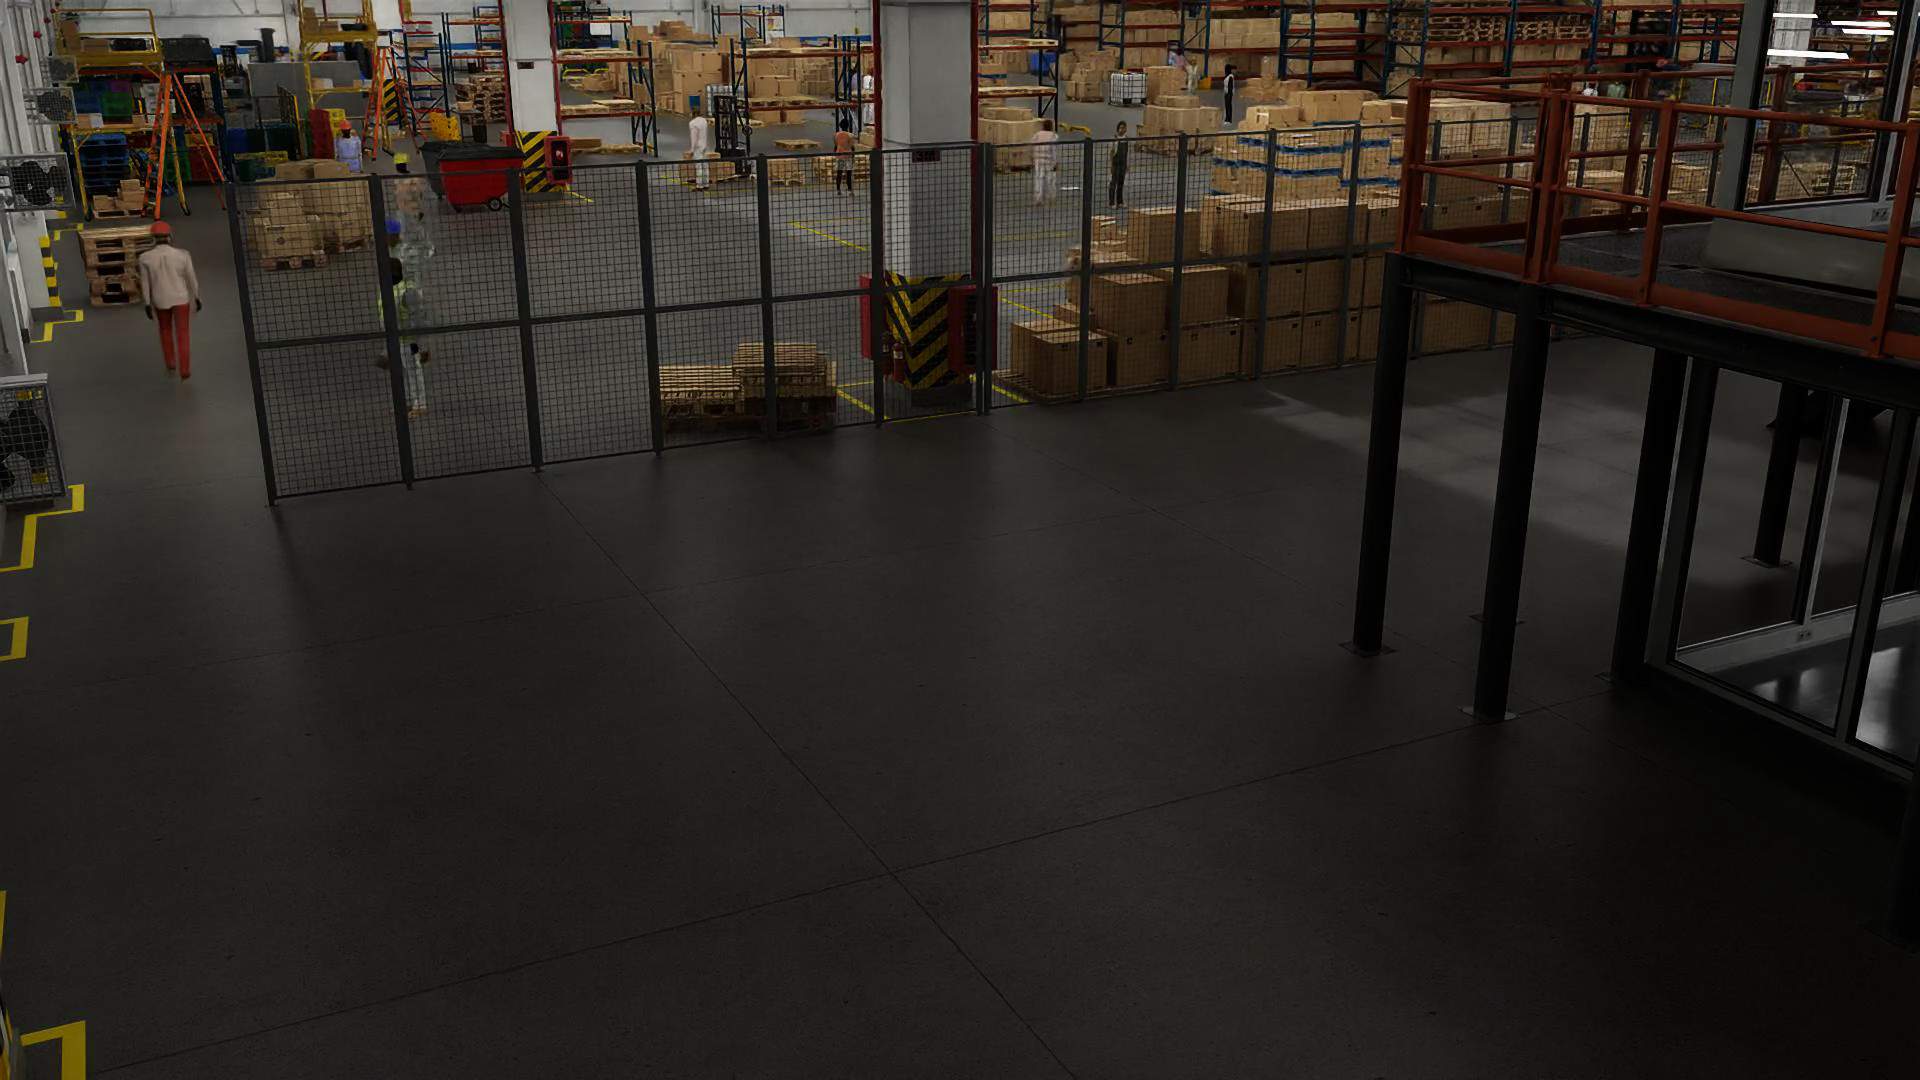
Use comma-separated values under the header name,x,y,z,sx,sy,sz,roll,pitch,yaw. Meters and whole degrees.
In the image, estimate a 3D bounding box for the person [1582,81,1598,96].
name,x,y,z,sx,sy,sz,roll,pitch,yaw
person,18.058,-12.295,47.728,0.345,1.940,0.551,-10,21,-27

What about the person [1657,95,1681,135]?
name,x,y,z,sx,sy,sz,roll,pitch,yaw
person,18.577,-10.759,43.571,0.547,1.733,0.800,5,20,13

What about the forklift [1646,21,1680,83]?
name,x,y,z,sx,sy,sz,roll,pitch,yaw
forklift,28.559,-19.844,68.194,1.873,2.768,1.129,-9,21,-25

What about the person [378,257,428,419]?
name,x,y,z,sx,sy,sz,roll,pitch,yaw
person,-6.352,-2.294,18.893,0.634,1.839,0.429,16,25,39

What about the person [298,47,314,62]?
name,x,y,z,sx,sy,sz,roll,pitch,yaw
person,-27.111,-19.645,69.053,0.539,1.929,0.645,16,24,38

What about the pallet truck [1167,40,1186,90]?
name,x,y,z,sx,sy,sz,roll,pitch,yaw
pallet truck,9.045,-19.971,69.895,0.823,1.965,1.885,-3,19,-8

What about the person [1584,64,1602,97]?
name,x,y,z,sx,sy,sz,roll,pitch,yaw
person,19.819,-13.874,52.155,0.536,2.000,0.684,2,19,7

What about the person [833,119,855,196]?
name,x,y,z,sx,sy,sz,roll,pitch,yaw
person,-2.599,-8.616,37.449,0.533,1.690,0.321,7,20,20

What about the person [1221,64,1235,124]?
name,x,y,z,sx,sy,sz,roll,pitch,yaw
person,8.773,-14.557,54.328,0.392,1.914,0.589,-1,19,-3

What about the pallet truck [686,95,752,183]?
name,x,y,z,sx,sy,sz,roll,pitch,yaw
pallet truck,-5.836,-9.608,39.856,0.823,1.965,1.885,10,22,27

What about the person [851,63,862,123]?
name,x,y,z,sx,sy,sz,roll,pitch,yaw
person,-3.440,-14.698,54.747,0.419,1.913,0.654,1,19,3

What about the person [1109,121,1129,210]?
name,x,y,z,sx,sy,sz,roll,pitch,yaw
person,3.380,-7.937,35.248,0.505,1.842,0.346,-15,24,-37

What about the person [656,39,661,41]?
name,x,y,z,sx,sy,sz,roll,pitch,yaw
person,-13.379,-21.409,74.252,0.551,1.869,1.029,16,24,38

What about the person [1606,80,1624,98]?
name,x,y,z,sx,sy,sz,roll,pitch,yaw
person,21.151,-14.193,53.750,0.518,1.596,0.759,7,20,19

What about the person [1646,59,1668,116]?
name,x,y,z,sx,sy,sz,roll,pitch,yaw
person,23.939,-15.433,56.829,0.967,1.933,0.632,8,21,23

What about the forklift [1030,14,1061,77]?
name,x,y,z,sx,sy,sz,roll,pitch,yaw
forklift,4.310,-23.056,77.505,1.873,2.768,1.129,-9,21,-25

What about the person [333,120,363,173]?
name,x,y,z,sx,sy,sz,roll,pitch,yaw
person,-12.633,-7.706,34.433,0.545,1.939,0.354,-9,21,-23

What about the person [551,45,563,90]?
name,x,y,z,sx,sy,sz,roll,pitch,yaw
person,-16.891,-19.752,69.427,0.652,1.883,1.014,-7,20,-20

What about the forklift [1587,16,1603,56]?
name,x,y,z,sx,sy,sz,roll,pitch,yaw
forklift,28.759,-22.552,76.044,1.129,2.768,1.873,-10,21,-26

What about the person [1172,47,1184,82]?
name,x,y,z,sx,sy,sz,roll,pitch,yaw
person,8.831,-19.138,67.751,0.656,1.823,0.550,-16,25,-38

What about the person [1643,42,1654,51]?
name,x,y,z,sx,sy,sz,roll,pitch,yaw
person,30.696,-21.453,74.400,0.655,1.871,0.954,-7,20,-18

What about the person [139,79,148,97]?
name,x,y,z,sx,sy,sz,roll,pitch,yaw
person,-25.150,-13.425,51.474,0.517,1.634,0.313,9,21,24

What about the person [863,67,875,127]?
name,x,y,z,sx,sy,sz,roll,pitch,yaw
person,-2.903,-14.264,53.543,0.574,1.877,0.354,18,26,41

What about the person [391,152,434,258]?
name,x,y,z,sx,sy,sz,roll,pitch,yaw
person,-9.600,-5.824,29.047,0.594,1.895,0.919,6,20,18

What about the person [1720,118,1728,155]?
name,x,y,z,sx,sy,sz,roll,pitch,yaw
person,16.183,-7.959,35.160,0.351,1.942,0.545,10,21,26

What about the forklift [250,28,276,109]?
name,x,y,z,sx,sy,sz,roll,pitch,yaw
forklift,-24.737,-16.946,59.793,1.873,2.768,1.129,-9,21,-25

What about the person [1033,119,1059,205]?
name,x,y,z,sx,sy,sz,roll,pitch,yaw
person,1.877,-8.176,35.988,0.627,1.810,0.840,7,20,20

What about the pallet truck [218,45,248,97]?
name,x,y,z,sx,sy,sz,roll,pitch,yaw
pallet truck,-28.879,-18.665,66.111,0.823,1.965,1.885,-3,19,-9

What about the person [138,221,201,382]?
name,x,y,z,sx,sy,sz,roll,pitch,yaw
person,-9.815,-3.000,20.754,0.634,1.954,0.931,-5,20,-15

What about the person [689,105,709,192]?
name,x,y,z,sx,sy,sz,roll,pitch,yaw
person,-5.974,-8.943,38.014,0.370,1.941,0.627,8,20,21

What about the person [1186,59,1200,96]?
name,x,y,z,sx,sy,sz,roll,pitch,yaw
person,8.806,-17.416,63.052,0.520,1.619,0.557,-1,19,-3

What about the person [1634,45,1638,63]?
name,x,y,z,sx,sy,sz,roll,pitch,yaw
person,30.533,-21.760,75.638,0.522,1.617,0.352,-9,21,-24

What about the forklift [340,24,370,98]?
name,x,y,z,sx,sy,sz,roll,pitch,yaw
forklift,-23.493,-18.591,64.562,1.129,2.768,1.873,13,23,34

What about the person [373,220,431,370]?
name,x,y,z,sx,sy,sz,roll,pitch,yaw
person,-7.149,-3.121,21.192,0.623,1.890,0.997,5,20,15
